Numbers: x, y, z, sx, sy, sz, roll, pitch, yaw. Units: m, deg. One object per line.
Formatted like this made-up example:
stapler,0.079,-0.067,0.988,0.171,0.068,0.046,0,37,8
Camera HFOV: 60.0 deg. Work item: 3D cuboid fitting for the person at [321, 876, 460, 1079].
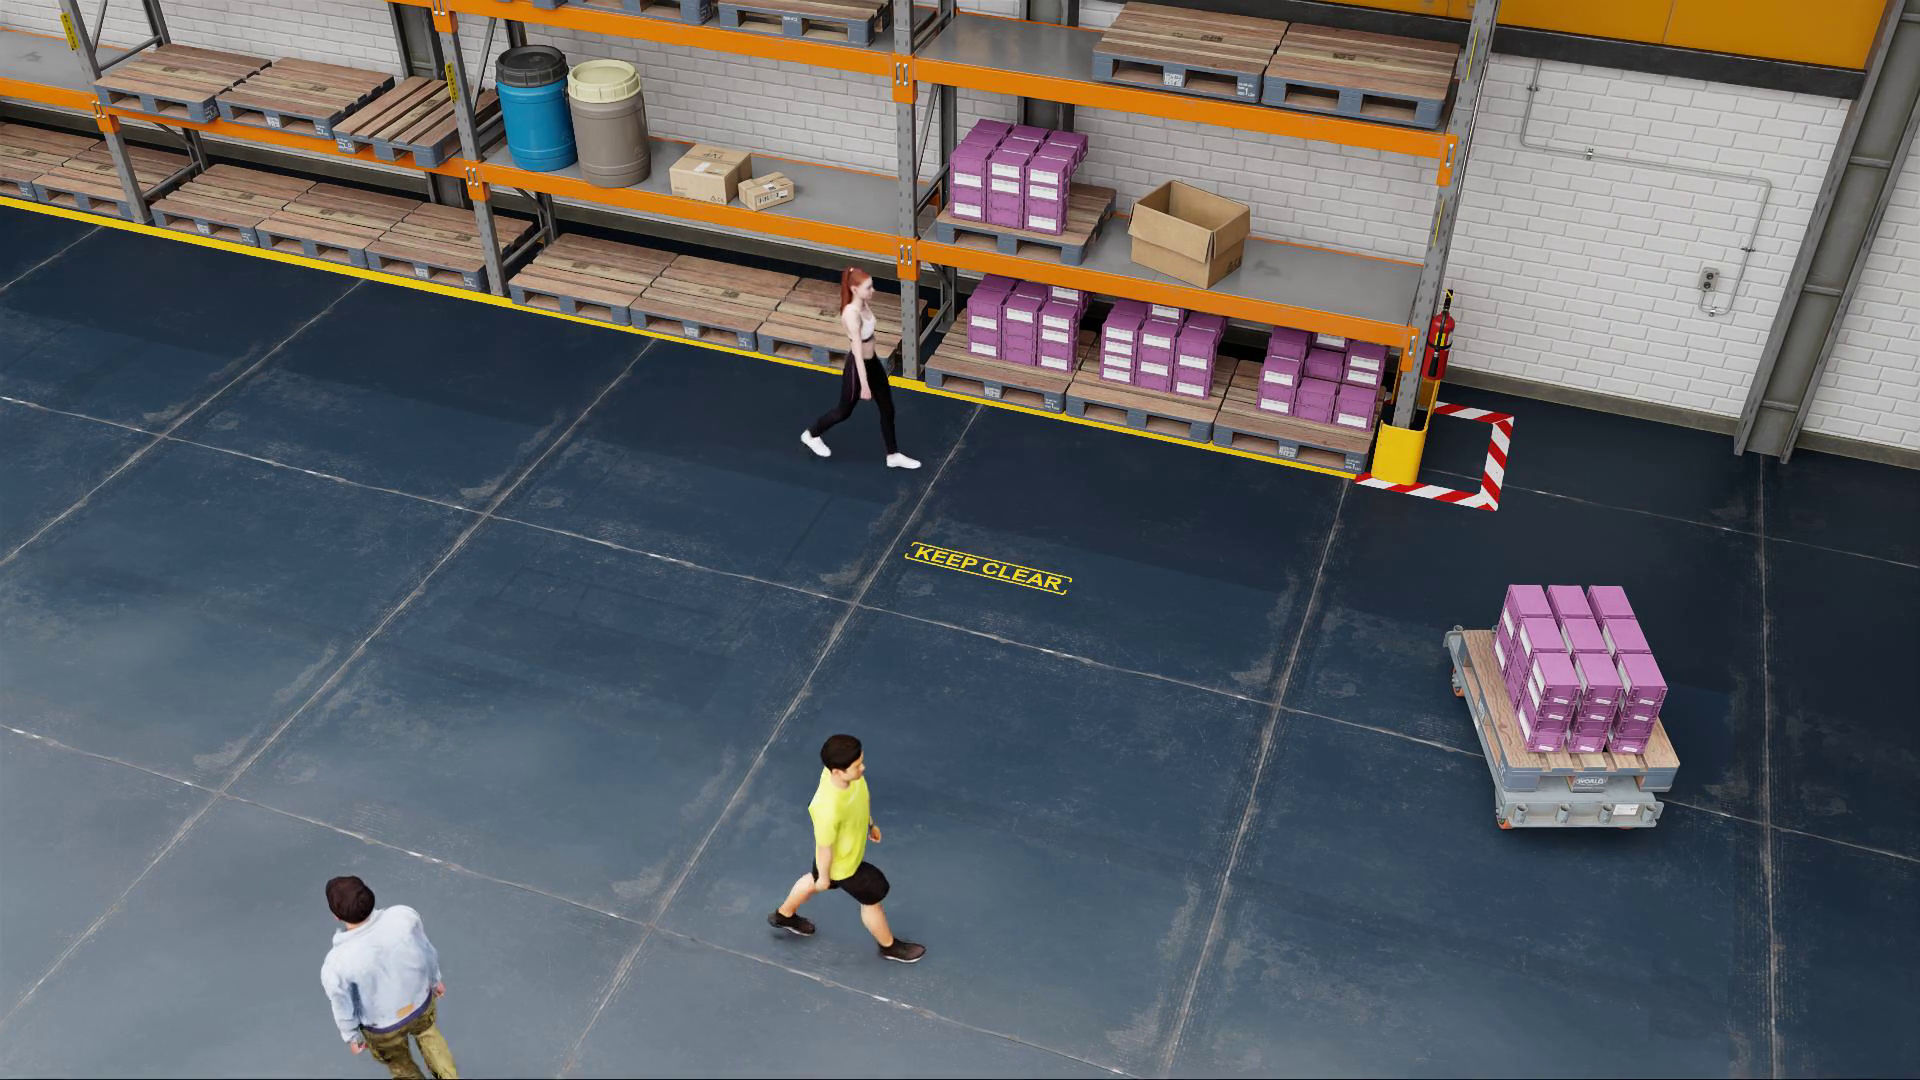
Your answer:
person,-2.659,2.273,7.958,0.886,1.805,0.824,28,46,30

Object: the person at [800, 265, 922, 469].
person,-0.829,-1.257,12.459,1.212,1.703,0.703,9,39,11

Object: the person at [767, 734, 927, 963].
person,-0.717,1.639,8.865,1.197,1.663,0.840,2,39,3
